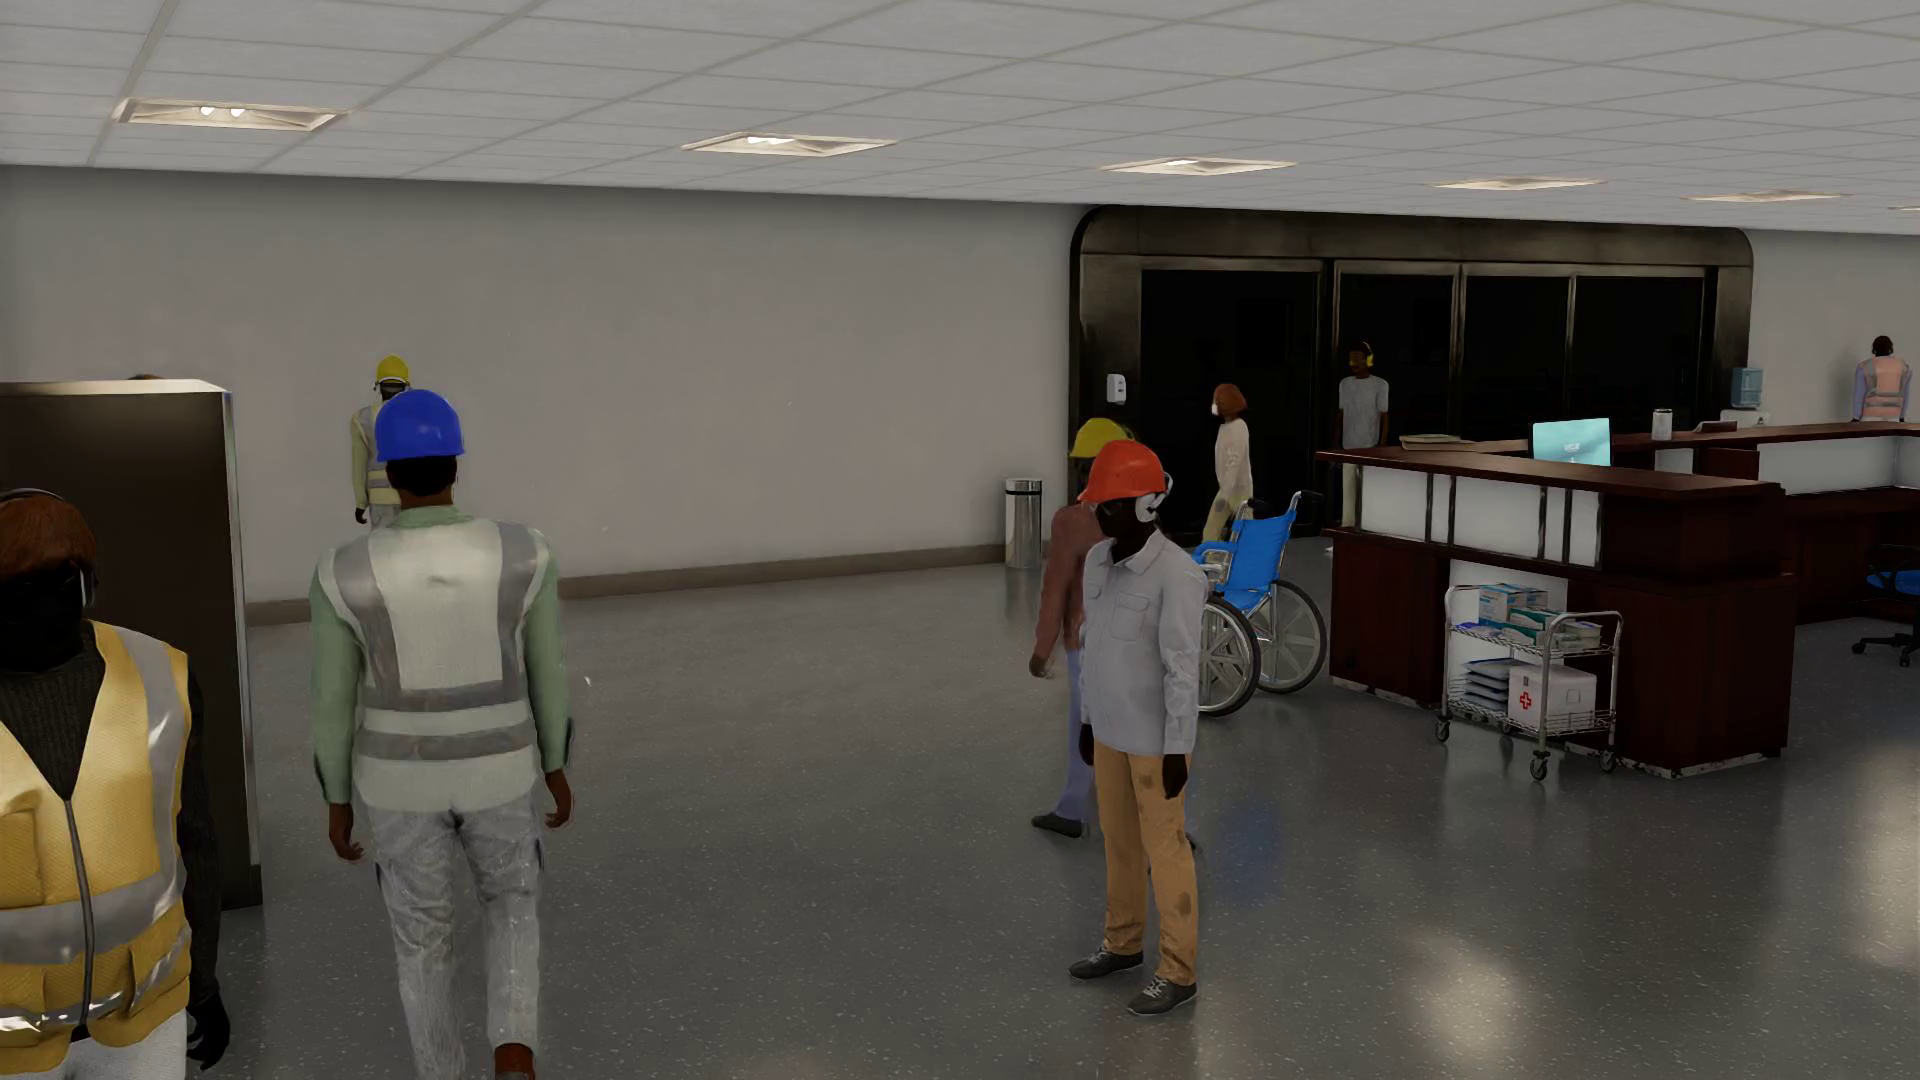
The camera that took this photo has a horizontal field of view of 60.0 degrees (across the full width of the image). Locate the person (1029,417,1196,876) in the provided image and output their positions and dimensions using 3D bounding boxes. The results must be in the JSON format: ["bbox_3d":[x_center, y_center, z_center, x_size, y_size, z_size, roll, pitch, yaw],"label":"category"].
[{"bbox_3d":[0.594,0.391,6.398,0.891,1.723,0.518,8,11,44],"label":"person"}]

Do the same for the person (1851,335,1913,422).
[{"bbox_3d":[10.591,-1.432,19.177,0.624,1.841,0.430,1,8,4],"label":"person"}]

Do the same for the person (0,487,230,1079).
[{"bbox_3d":[-1.559,0.824,2.855,0.429,1.840,0.624,7,11,42],"label":"person"}]

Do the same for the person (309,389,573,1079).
[{"bbox_3d":[-1.289,0.590,4.179,0.625,1.933,0.496,-3,9,-23],"label":"person"}]

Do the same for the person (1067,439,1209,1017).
[{"bbox_3d":[0.518,0.562,5.093,0.361,1.742,0.563,-4,9,-29],"label":"person"}]

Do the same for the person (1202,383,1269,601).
[{"bbox_3d":[1.887,-0.324,12.005,0.812,1.591,0.518,-1,8,-10],"label":"person"}]

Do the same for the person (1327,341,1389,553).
[{"bbox_3d":[3.465,-0.791,14.431,0.310,1.868,0.533,-7,11,-42],"label":"person"}]

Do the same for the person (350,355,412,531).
[{"bbox_3d":[-3.682,-0.291,10.924,0.586,1.835,0.403,-4,9,-24],"label":"person"}]
